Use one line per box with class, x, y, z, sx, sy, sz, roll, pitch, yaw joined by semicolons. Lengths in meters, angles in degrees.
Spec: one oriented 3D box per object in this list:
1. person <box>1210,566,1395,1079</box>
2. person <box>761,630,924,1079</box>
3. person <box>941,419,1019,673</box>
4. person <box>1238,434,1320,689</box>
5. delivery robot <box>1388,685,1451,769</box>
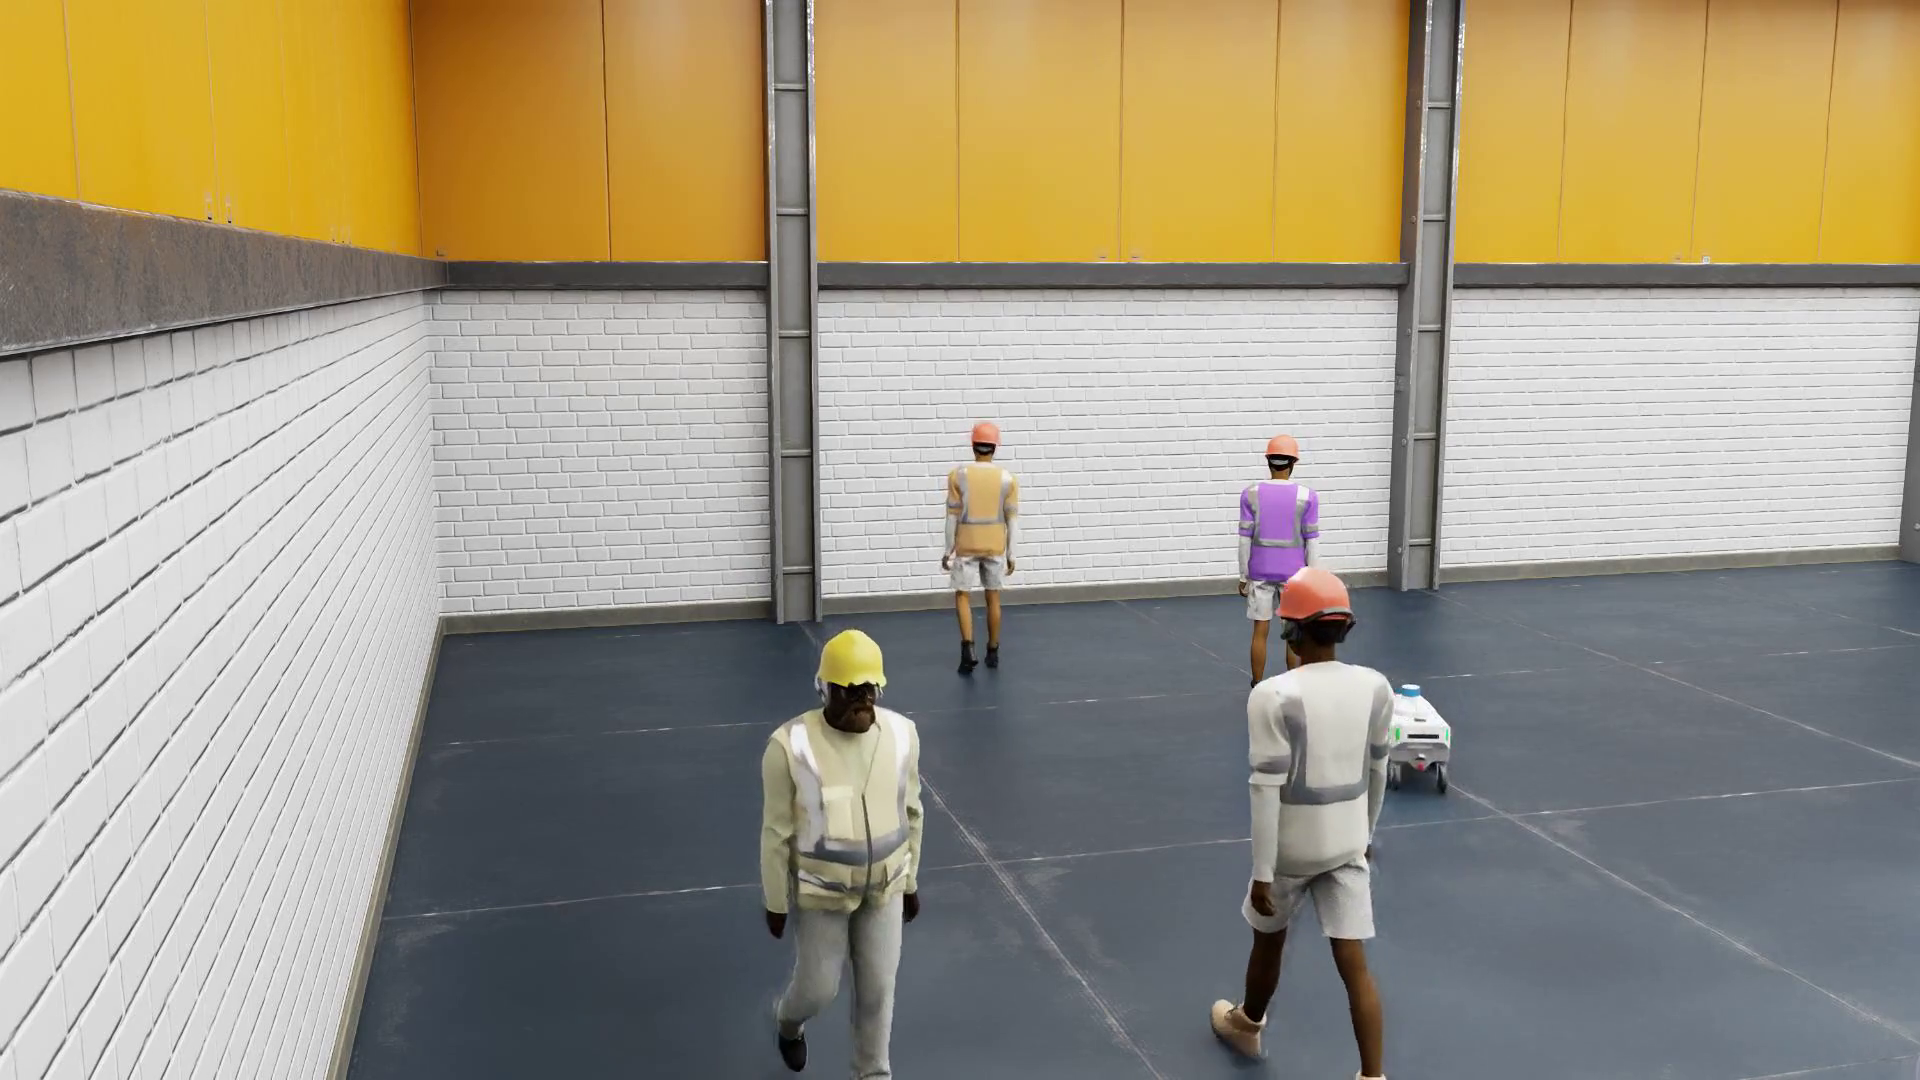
person;1.289;1.082;6.055;0.633;1.986;1.073;-3;10;-20
person;-0.433;1.186;5.923;0.601;1.817;0.682;-4;10;-25
person;0.154;0.053;12.645;0.576;1.937;0.516;-1;9;-6
person;2.209;0.228;11.552;0.551;1.924;0.384;3;9;16
delivery robot;2.702;1.114;9.997;0.477;0.478;0.707;0;9;2
